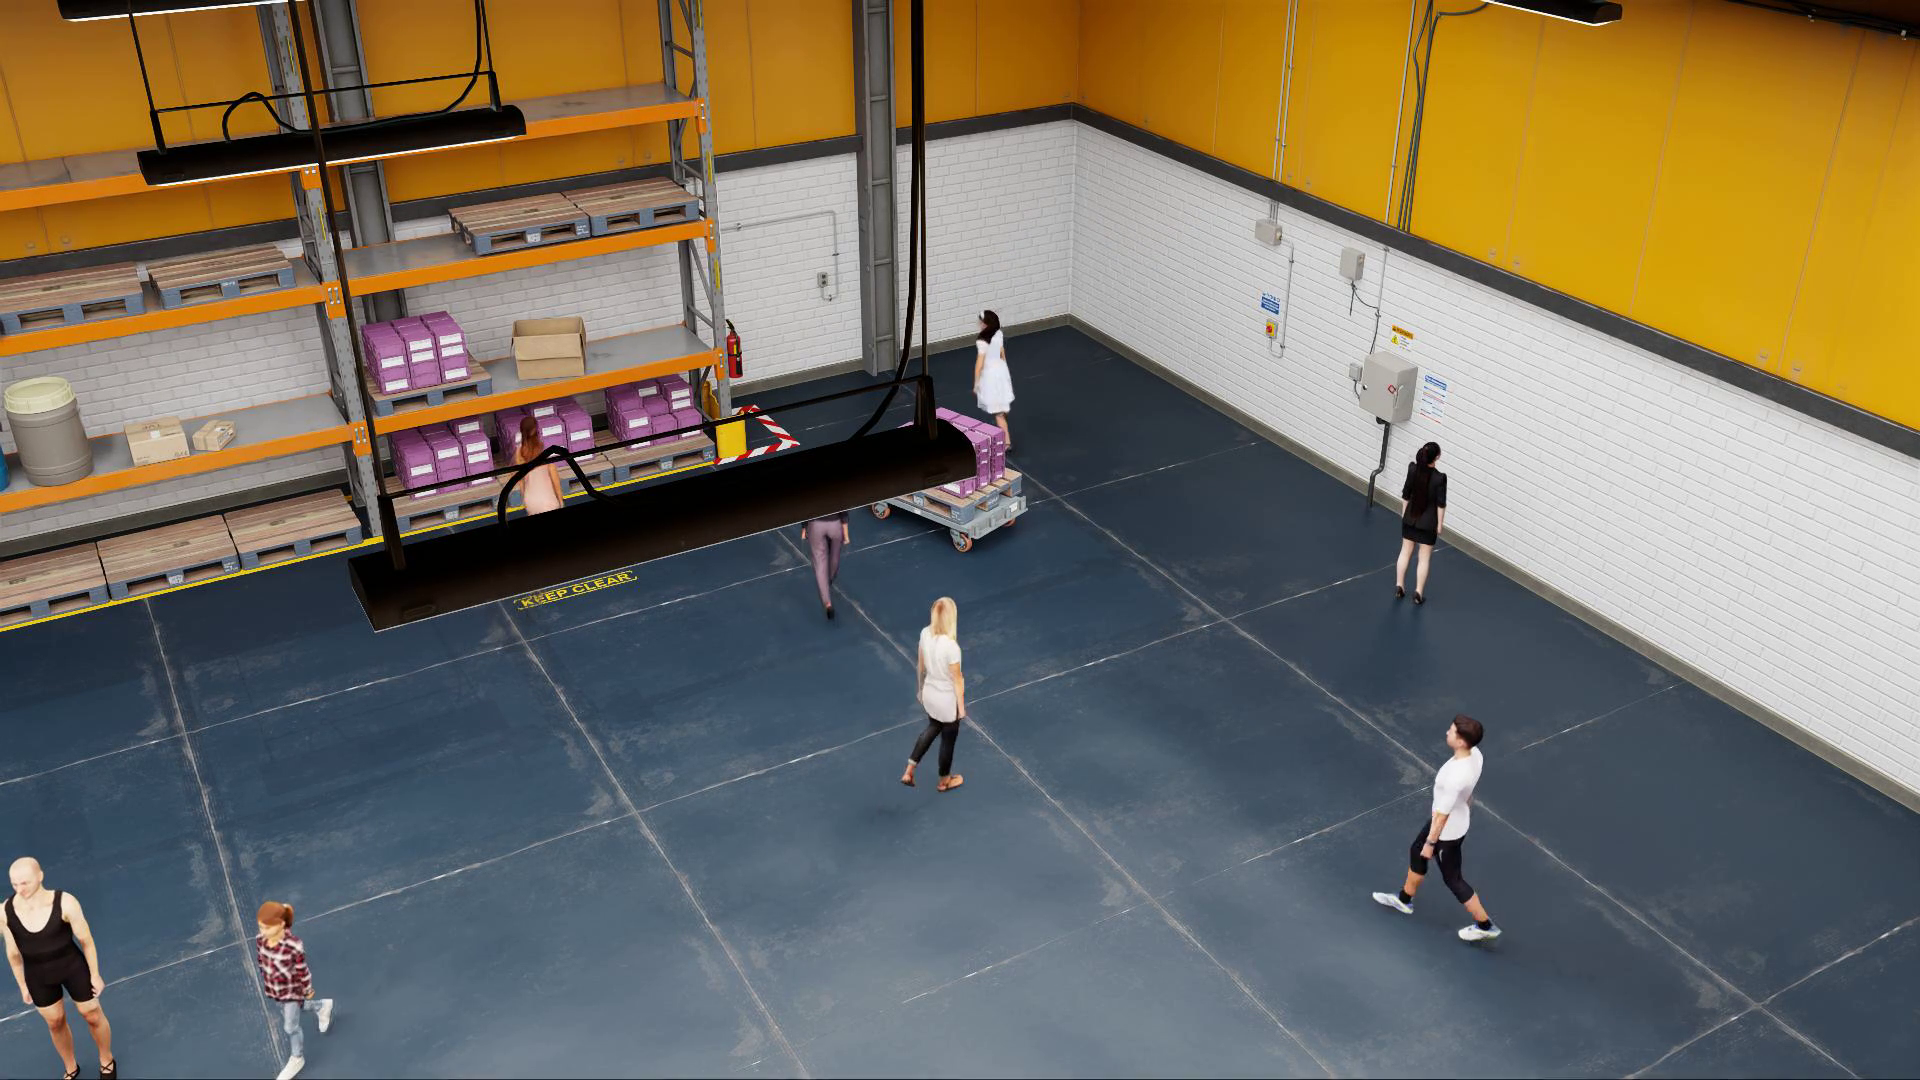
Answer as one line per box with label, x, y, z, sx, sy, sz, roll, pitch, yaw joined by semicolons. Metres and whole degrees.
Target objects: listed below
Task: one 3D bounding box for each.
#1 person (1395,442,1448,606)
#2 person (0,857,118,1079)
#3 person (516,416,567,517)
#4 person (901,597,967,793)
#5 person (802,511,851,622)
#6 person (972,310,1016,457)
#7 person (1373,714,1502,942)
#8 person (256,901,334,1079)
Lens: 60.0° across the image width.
person;4.440;-0.173;16.038;0.658;1.696;0.626;24;36;36
person;-5.721;2.743;10.568;0.570;1.815;0.757;-6;29;-10
person;-4.094;-0.328;16.187;0.811;1.824;0.868;5;29;10
person;-0.217;1.302;13.209;0.897;1.816;0.732;-25;37;-38
person;-1.273;0.006;15.792;1.076;1.618;0.921;-4;29;-7
person;0.423;-1.758;18.853;0.862;1.782;0.905;-25;37;-38
person;3.549;2.070;11.793;1.125;1.824;1.224;16;32;26
person;-4.365;2.869;10.885;0.824;1.291;0.921;11;30;19
